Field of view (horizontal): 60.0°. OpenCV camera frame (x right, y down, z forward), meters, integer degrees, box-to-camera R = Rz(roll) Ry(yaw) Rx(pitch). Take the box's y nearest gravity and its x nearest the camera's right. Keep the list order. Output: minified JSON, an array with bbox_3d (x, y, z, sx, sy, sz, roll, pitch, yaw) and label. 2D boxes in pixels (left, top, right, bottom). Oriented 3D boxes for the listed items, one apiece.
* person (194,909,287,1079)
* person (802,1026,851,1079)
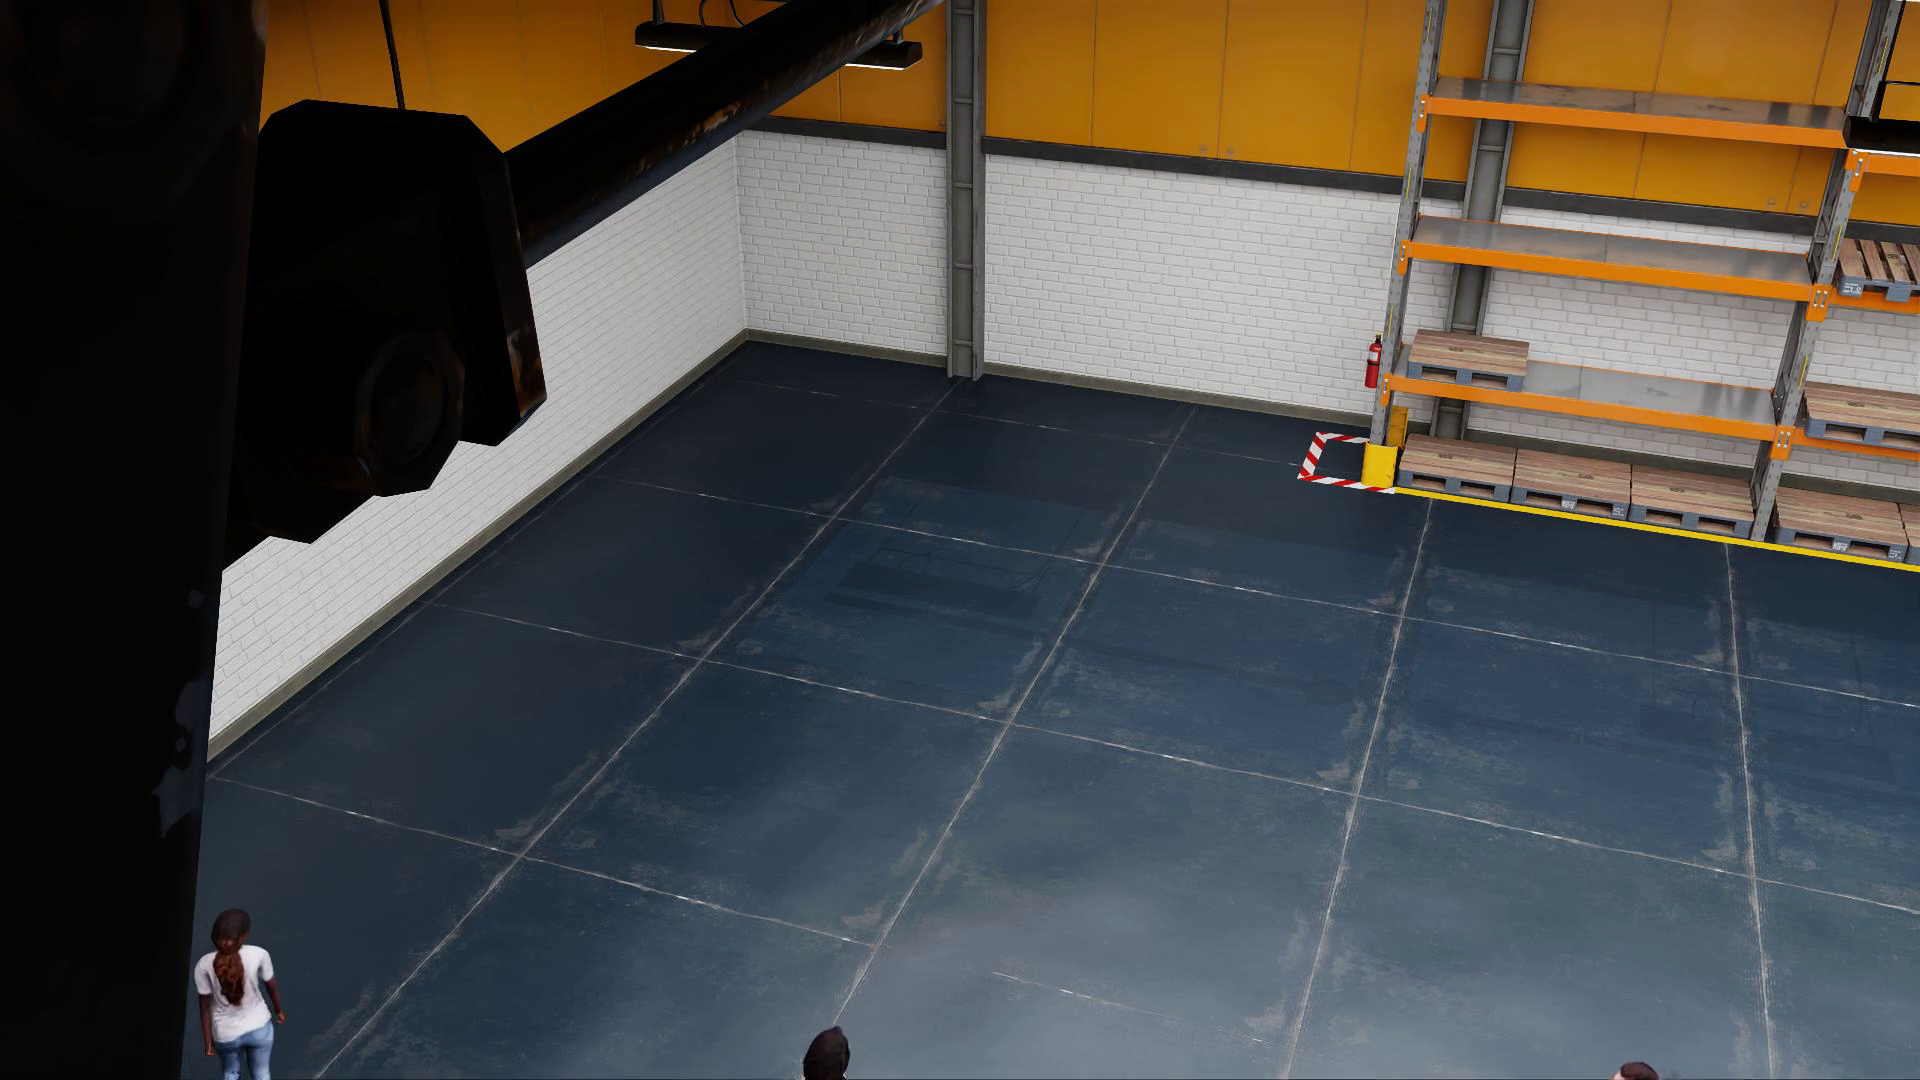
[{"bbox_3d":[-4.377,3.029,10.112,0.759,1.689,0.824,-19,34,-31],"label":"person"},{"bbox_3d":[-0.819,3.425,9.329,1.149,1.744,1.094,-13,31,-22],"label":"person"}]
